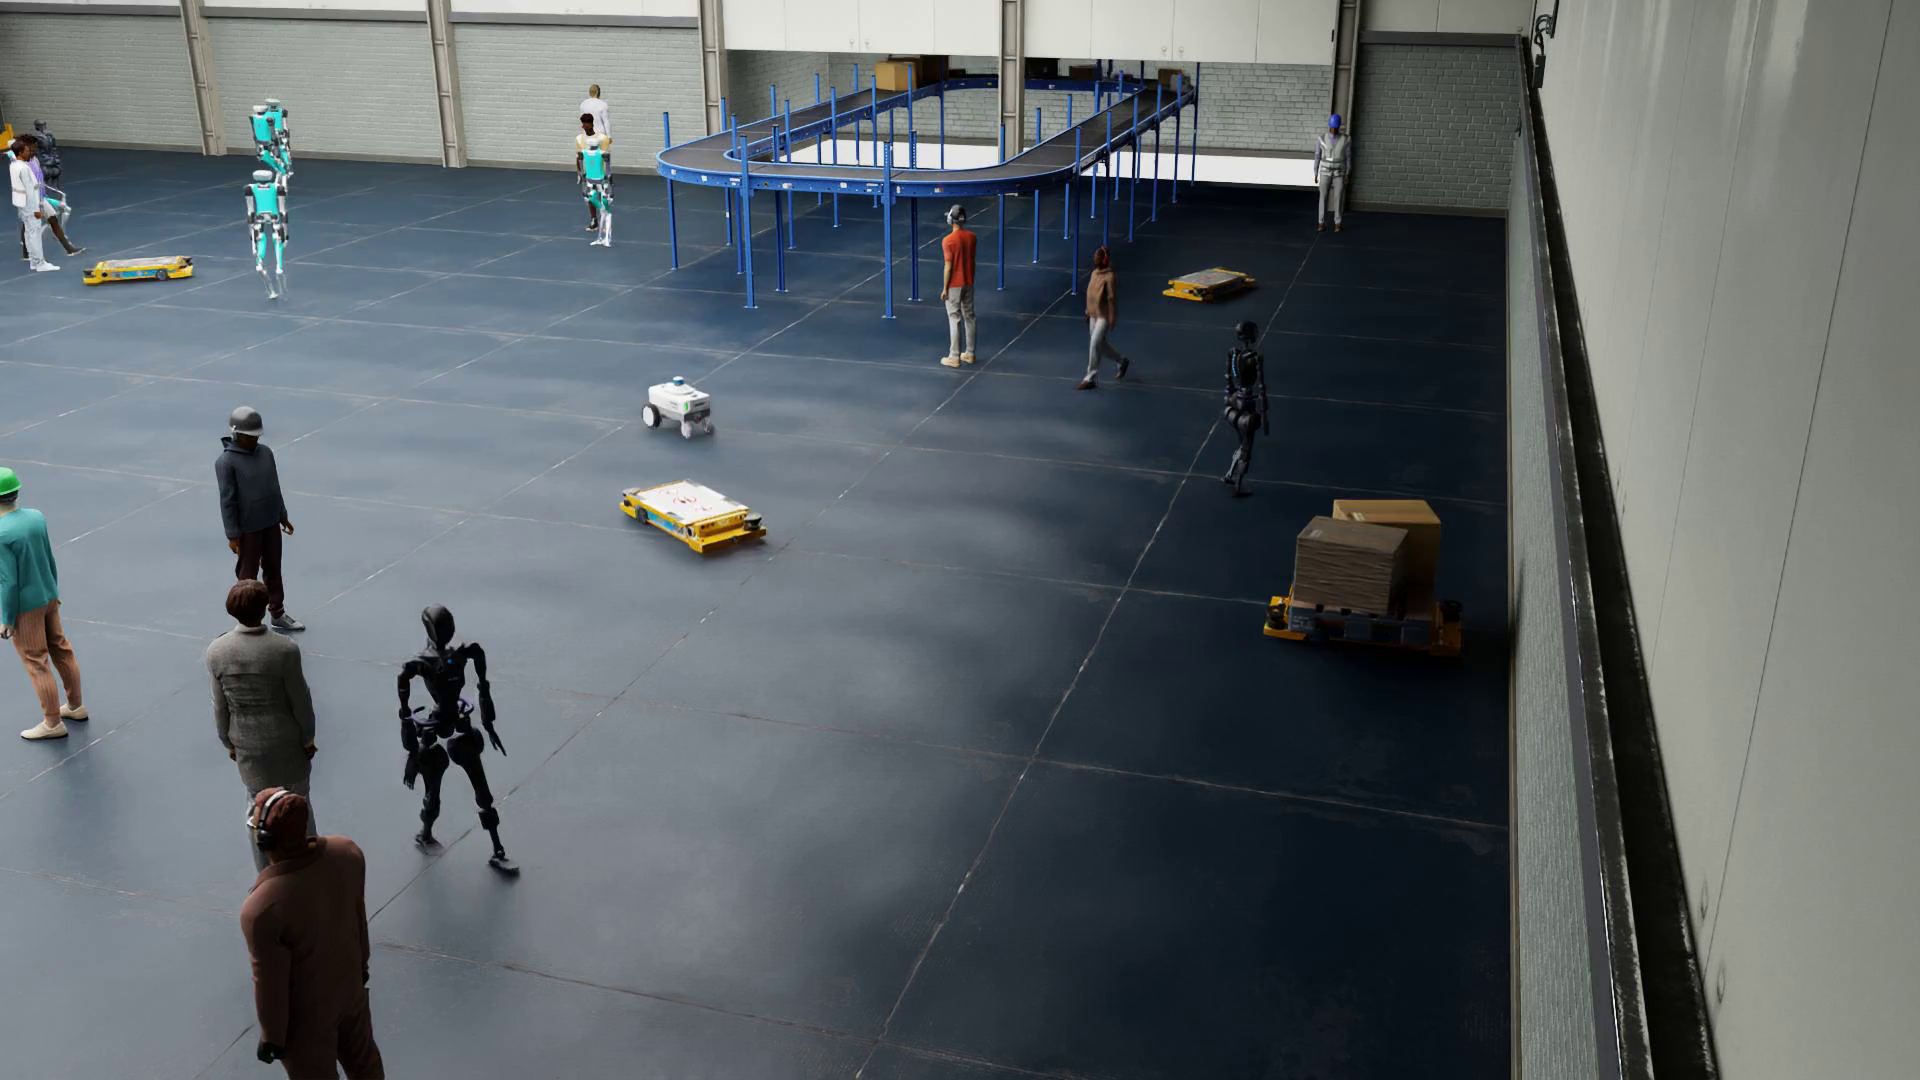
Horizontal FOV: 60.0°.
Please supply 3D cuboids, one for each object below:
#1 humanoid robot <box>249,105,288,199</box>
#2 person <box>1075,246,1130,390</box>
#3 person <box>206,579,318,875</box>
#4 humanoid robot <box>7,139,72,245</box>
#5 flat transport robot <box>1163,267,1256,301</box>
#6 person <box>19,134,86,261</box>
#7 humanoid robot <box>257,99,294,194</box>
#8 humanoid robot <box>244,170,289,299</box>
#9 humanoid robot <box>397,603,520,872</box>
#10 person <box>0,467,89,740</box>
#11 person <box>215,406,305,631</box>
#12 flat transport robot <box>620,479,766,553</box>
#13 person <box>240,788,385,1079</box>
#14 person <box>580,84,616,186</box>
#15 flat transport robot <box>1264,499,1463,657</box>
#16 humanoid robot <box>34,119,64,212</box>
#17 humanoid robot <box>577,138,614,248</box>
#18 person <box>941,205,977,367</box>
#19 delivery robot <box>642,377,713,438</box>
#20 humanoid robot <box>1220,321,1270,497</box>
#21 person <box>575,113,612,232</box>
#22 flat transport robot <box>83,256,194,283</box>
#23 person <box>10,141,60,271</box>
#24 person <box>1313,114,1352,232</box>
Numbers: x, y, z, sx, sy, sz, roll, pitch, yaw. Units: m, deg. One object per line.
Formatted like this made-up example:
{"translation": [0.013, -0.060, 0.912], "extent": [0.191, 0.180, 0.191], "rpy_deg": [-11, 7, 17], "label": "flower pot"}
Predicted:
{"translation": [-12.603, -7.110, 30.619], "extent": [0.568, 1.800, 0.703], "rpy_deg": [8, 23, 20], "label": "humanoid robot"}
{"translation": [1.642, -2.537, 18.858], "extent": [0.710, 1.625, 0.475], "rpy_deg": [-10, 23, -25], "label": "person"}
{"translation": [-3.818, 1.083, 9.199], "extent": [0.510, 1.830, 0.363], "rpy_deg": [-2, 21, -5], "label": "person"}
{"translation": [-14.506, -5.469, 26.314], "extent": [0.952, 1.737, 0.581], "rpy_deg": [-7, 22, -18], "label": "humanoid robot"}
{"translation": [3.540, -3.617, 23.560], "extent": [0.659, 0.231, 1.431], "rpy_deg": [17, 27, 37], "label": "flat transport robot"}
{"translation": [-14.057, -5.226, 25.441], "extent": [0.964, 1.914, 0.602], "rpy_deg": [0, 21, 0], "label": "person"}
{"translation": [-12.751, -7.359, 31.245], "extent": [0.536, 1.772, 0.874], "rpy_deg": [-18, 28, -39], "label": "humanoid robot"}
{"translation": [-9.528, -4.102, 22.921], "extent": [0.543, 1.878, 0.763], "rpy_deg": [-5, 22, -12], "label": "humanoid robot"}
{"translation": [-2.891, 1.107, 9.403], "extent": [0.593, 1.626, 0.752], "rpy_deg": [-19, 28, -40], "label": "humanoid robot"}
{"translation": [-6.101, 0.409, 10.888], "extent": [0.356, 1.871, 0.530], "rpy_deg": [3, 21, 7], "label": "person"}
{"translation": [-5.222, -0.122, 12.355], "extent": [0.378, 1.807, 0.542], "rpy_deg": [11, 23, 25], "label": "person"}
{"translation": [-2.389, -0.230, 14.774], "extent": [0.659, 0.231, 1.431], "rpy_deg": [-17, 27, -36], "label": "flat transport robot"}
{"translation": [-2.727, 1.901, 6.973], "extent": [0.402, 1.908, 0.640], "rpy_deg": [7, 22, 18], "label": "person"}
{"translation": [-6.991, -7.807, 32.114], "extent": [0.628, 1.936, 0.373], "rpy_deg": [8, 23, 20], "label": "person"}
{"translation": [3.058, 0.607, 12.602], "extent": [1.431, 0.231, 0.659], "rpy_deg": [6, 22, 15], "label": "flat transport robot"}
{"translation": [-16.121, -6.592, 29.328], "extent": [0.499, 1.639, 0.598], "rpy_deg": [4, 21, 9], "label": "humanoid robot"}
{"translation": [-5.693, -5.543, 26.525], "extent": [0.592, 1.781, 0.866], "rpy_deg": [4, 22, 11], "label": "humanoid robot"}
{"translation": [-0.033, -3.011, 19.708], "extent": [0.475, 1.912, 0.404], "rpy_deg": [-16, 26, -36], "label": "person"}
{"translation": [-2.953, -1.406, 17.450], "extent": [0.816, 0.612, 0.499], "rpy_deg": [20, 28, 41], "label": "delivery robot"}
{"translation": [2.640, -1.217, 15.374], "extent": [0.335, 1.644, 0.600], "rpy_deg": [-11, 24, -27], "label": "humanoid robot"}
{"translation": [-6.111, -6.130, 27.750], "extent": [0.611, 1.951, 0.388], "rpy_deg": [4, 21, 9], "label": "person"}
{"translation": [-12.086, -3.975, 24.489], "extent": [1.431, 0.231, 0.659], "rpy_deg": [-8, 22, -19], "label": "flat transport robot"}
{"translation": [-13.877, -4.976, 24.795], "extent": [0.393, 1.919, 0.589], "rpy_deg": [-19, 28, -40], "label": "person"}
{"translation": [6.206, -6.125, 27.761], "extent": [0.612, 1.933, 0.416], "rpy_deg": [3, 21, 8], "label": "person"}
